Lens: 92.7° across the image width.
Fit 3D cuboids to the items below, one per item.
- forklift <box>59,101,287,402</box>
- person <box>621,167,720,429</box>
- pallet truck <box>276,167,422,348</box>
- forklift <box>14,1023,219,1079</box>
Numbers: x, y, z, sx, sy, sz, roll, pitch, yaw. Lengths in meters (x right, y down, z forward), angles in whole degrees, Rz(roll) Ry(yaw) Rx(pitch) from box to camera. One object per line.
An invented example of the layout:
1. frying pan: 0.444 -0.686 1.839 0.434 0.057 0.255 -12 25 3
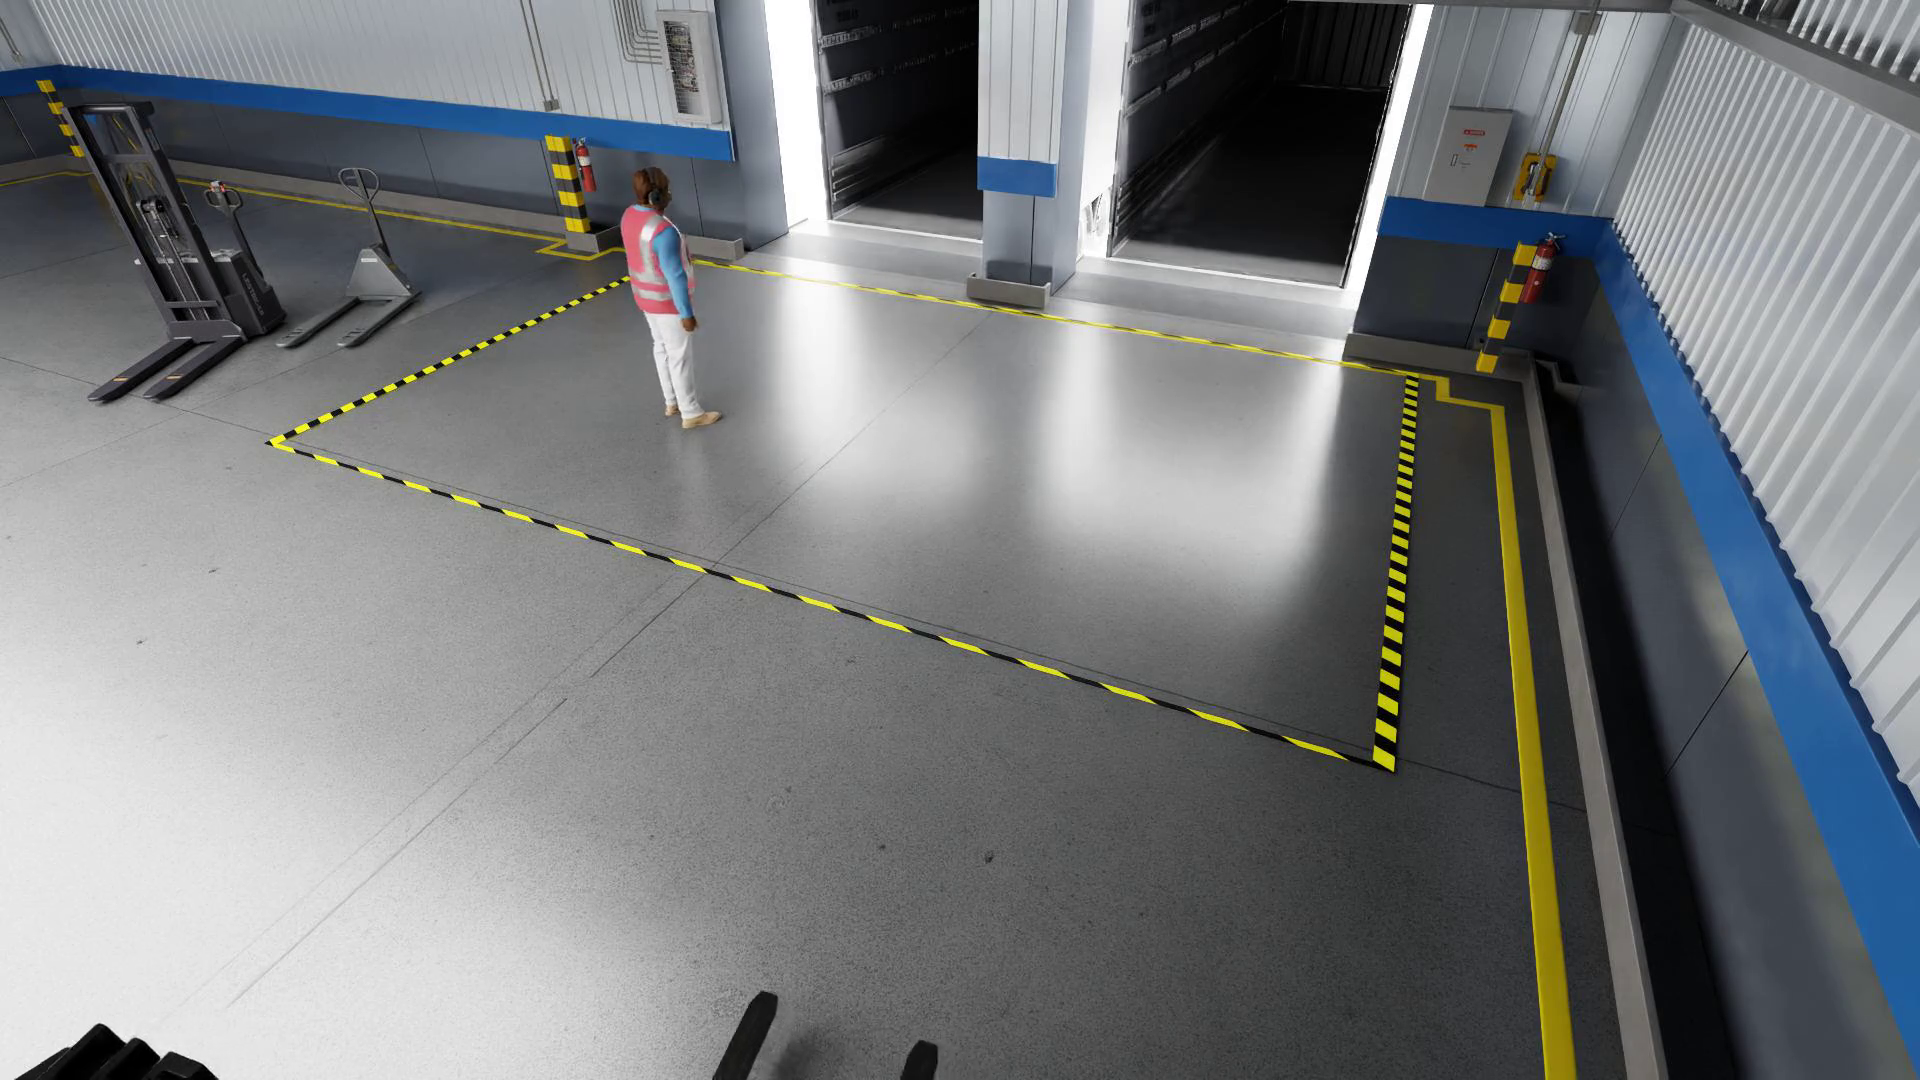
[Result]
1. forklift: -6.686 -2.387 7.434 0.823 1.965 1.885 -3 35 -5
2. person: -2.112 -1.709 6.616 0.431 1.843 0.659 -26 43 -32
3. pallet truck: -5.732 -2.611 8.414 0.680 1.201 1.601 -1 35 -1
4. forklift: -1.078 2.115 0.684 1.157 2.036 2.680 10 36 14
